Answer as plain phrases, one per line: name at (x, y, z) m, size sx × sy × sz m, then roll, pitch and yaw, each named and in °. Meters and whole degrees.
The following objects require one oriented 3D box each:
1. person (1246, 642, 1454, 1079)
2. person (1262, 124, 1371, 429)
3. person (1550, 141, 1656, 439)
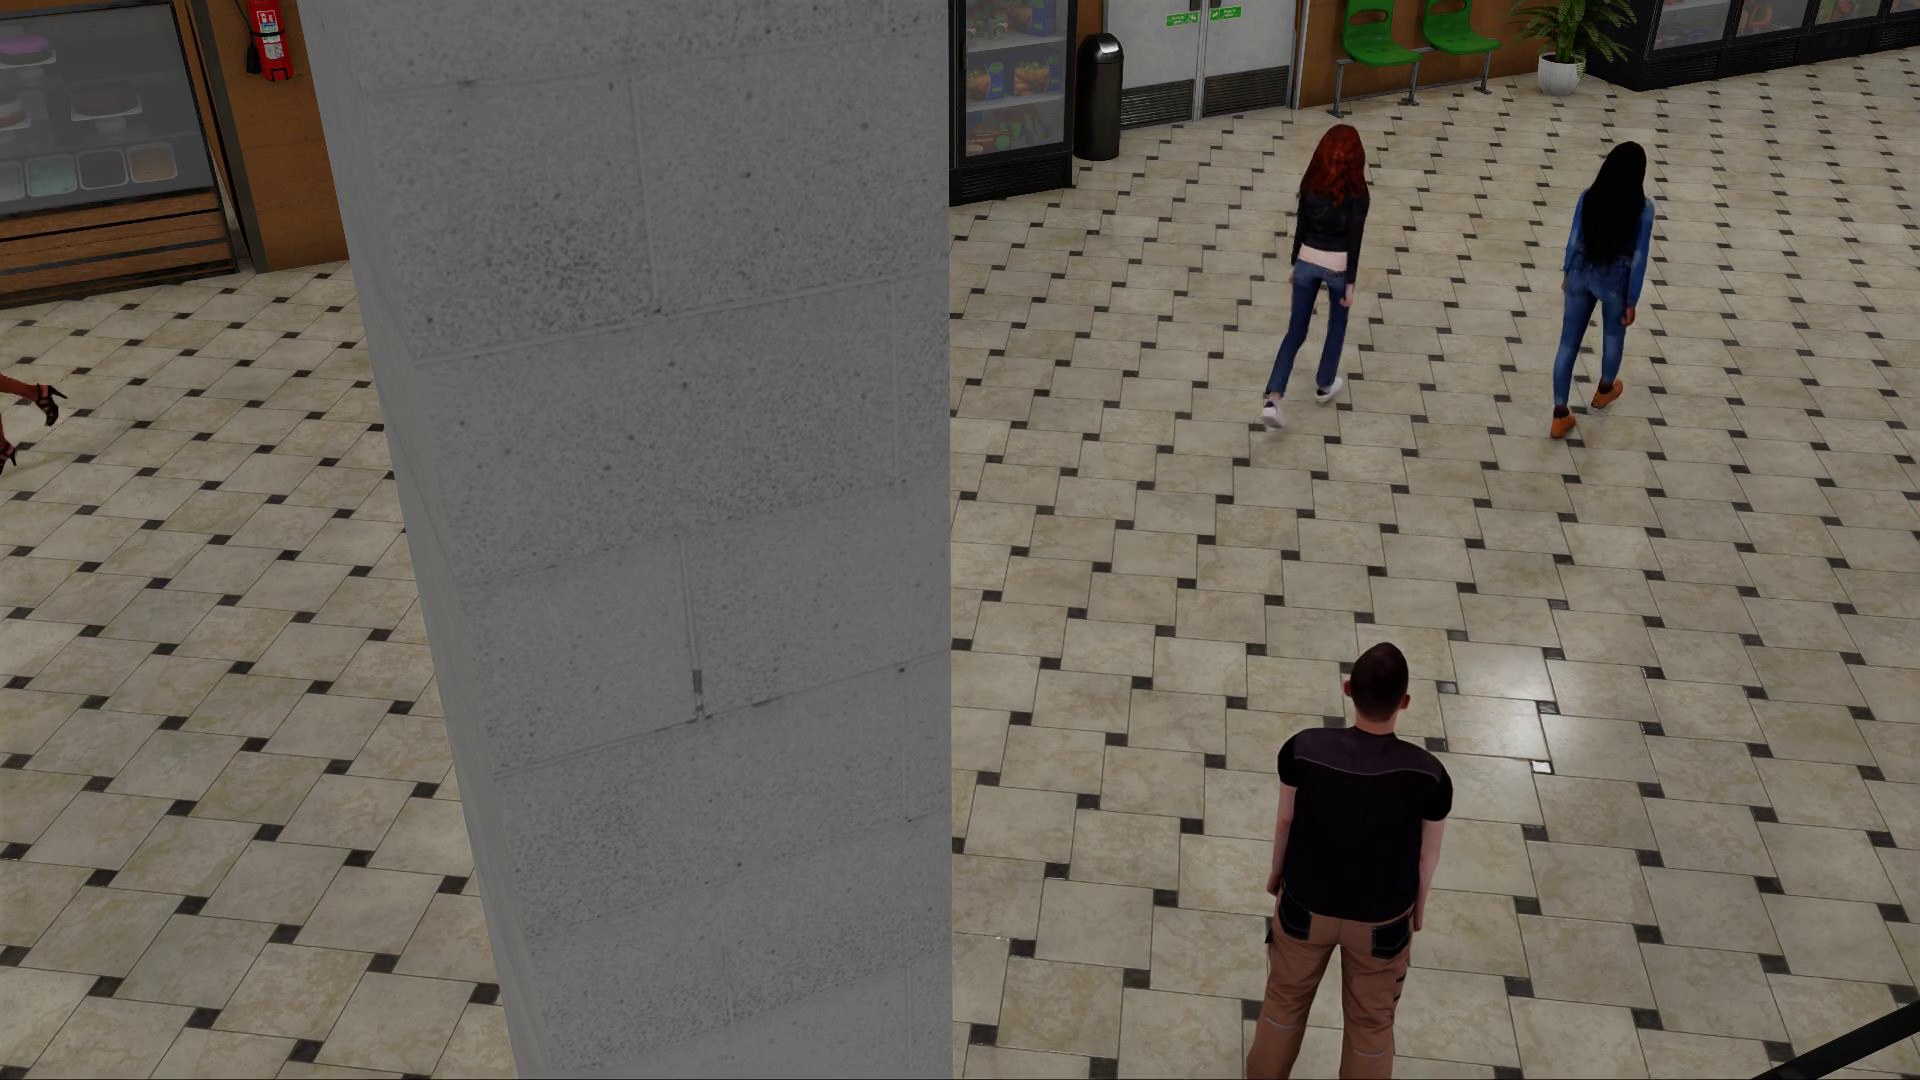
person at (1.198, 1.116, 5.182) m, size 0.759 × 1.837 × 0.822 m, roll 11°, pitch 34°, yaw 18°
person at (1.995, -1.435, 9.367) m, size 1.183 × 1.747 × 1.052 m, roll 20°, pitch 37°, yaw 29°
person at (3.531, -1.352, 9.287) m, size 1.029 × 1.691 × 0.975 m, roll 22°, pitch 38°, yaw 31°
